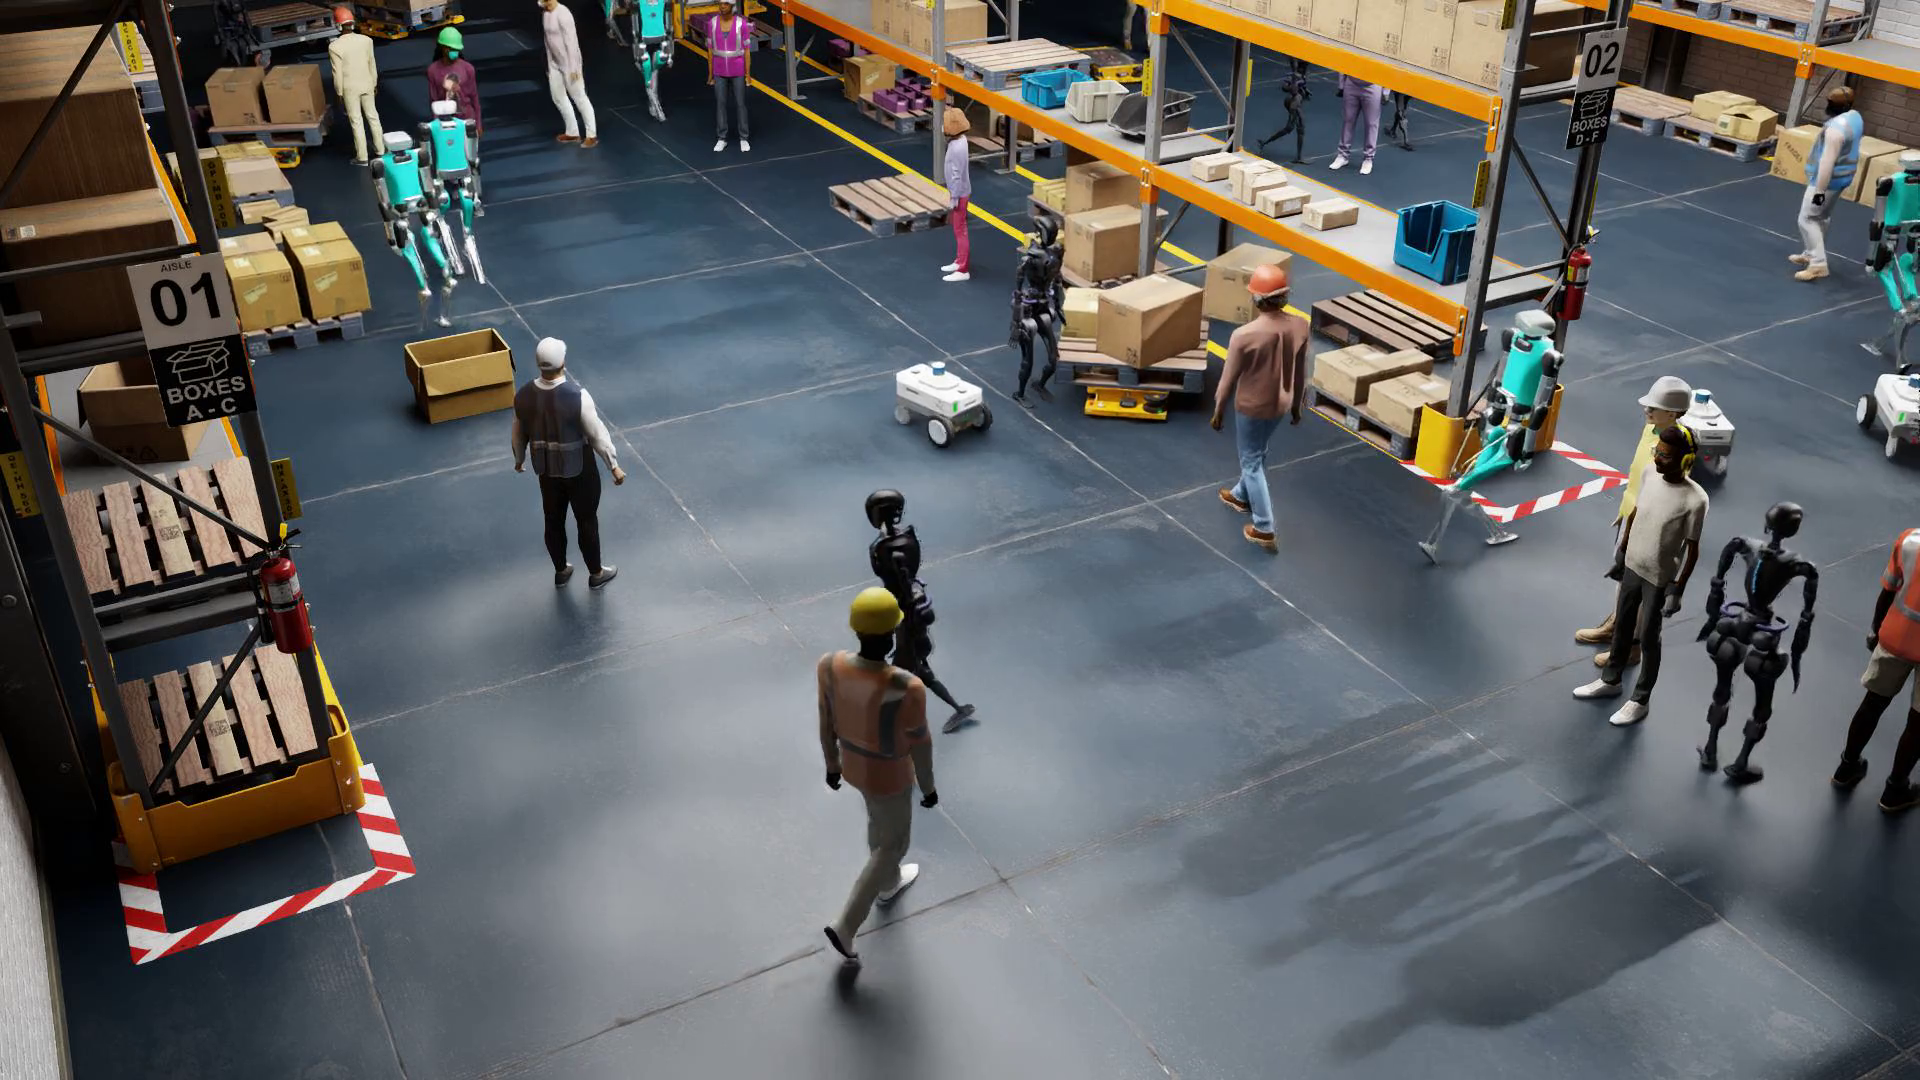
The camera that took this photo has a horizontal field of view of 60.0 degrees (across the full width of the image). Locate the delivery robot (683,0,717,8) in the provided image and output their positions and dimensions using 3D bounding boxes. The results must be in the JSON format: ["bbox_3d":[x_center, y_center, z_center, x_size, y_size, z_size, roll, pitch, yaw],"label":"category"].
[{"bbox_3d":[-3.989,-8.328,25.589,0.737,0.564,0.499,-18,35,-29],"label":"delivery robot"}]

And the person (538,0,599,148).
[{"bbox_3d":[-4.569,-5.538,19.422,0.481,1.896,0.672,-23,37,-34],"label":"person"}]

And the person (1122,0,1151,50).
[{"bbox_3d":[2.564,-7.749,23.333,0.566,1.833,0.973,-10,31,-16],"label":"person"}]

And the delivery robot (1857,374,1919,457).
[{"bbox_3d":[7.322,-0.995,12.872,0.499,0.613,0.807,6,30,11],"label":"delivery robot"}]

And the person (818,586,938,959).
[{"bbox_3d":[-0.432,1.095,7.871,0.591,1.899,0.783,20,36,31],"label":"person"}]

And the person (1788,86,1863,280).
[{"bbox_3d":[8.253,-3.388,15.763,0.769,1.826,0.500,-26,39,-37],"label":"person"}]

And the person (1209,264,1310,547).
[{"bbox_3d":[2.036,-0.931,11.361,0.632,1.968,0.864,-13,33,-22],"label":"person"}]

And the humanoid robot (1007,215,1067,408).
[{"bbox_3d":[0.594,-1.800,13.137,0.438,1.630,0.612,24,38,36],"label":"humanoid robot"}]

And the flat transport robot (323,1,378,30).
[{"bbox_3d":[-9.126,-8.013,25.358,0.659,0.231,1.431,-23,37,-34],"label":"flat transport robot"}]

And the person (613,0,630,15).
[{"bbox_3d":[-5.187,-9.045,25.600,0.736,1.820,0.634,-15,33,-24],"label":"person"}]

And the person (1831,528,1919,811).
[{"bbox_3d":[5.091,0.561,8.750,0.387,1.953,0.607,-22,37,-34],"label":"person"}]

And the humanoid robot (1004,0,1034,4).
[{"bbox_3d":[0.875,-9.247,26.115,0.657,1.638,0.584,-7,31,-12],"label":"humanoid robot"}]

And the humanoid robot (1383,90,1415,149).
[{"bbox_3d":[5.244,-5.471,19.579,0.584,1.628,0.798,-11,32,-18],"label":"humanoid robot"}]

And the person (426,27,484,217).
[{"bbox_3d":[-5.256,-4.385,17.385,0.516,1.917,0.689,-9,31,-16],"label":"person"}]

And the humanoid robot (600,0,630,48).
[{"bbox_3d":[-5.031,-7.936,23.799,0.531,1.757,1.028,-17,34,-27],"label":"humanoid robot"}]

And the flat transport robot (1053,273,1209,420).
[{"bbox_3d":[1.431,-1.389,13.827,0.659,0.231,1.431,5,30,8],"label":"flat transport robot"}]

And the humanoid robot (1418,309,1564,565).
[{"bbox_3d":[3.429,-0.644,11.101,1.014,1.771,0.531,-11,32,-18],"label":"humanoid robot"}]

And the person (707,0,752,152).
[{"bbox_3d":[-2.673,-5.430,19.278,0.513,1.848,0.336,1,30,1],"label":"person"}]

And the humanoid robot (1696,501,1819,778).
[{"bbox_3d":[4.316,0.539,9.064,0.328,1.650,0.592,-23,37,-34],"label":"humanoid robot"}]

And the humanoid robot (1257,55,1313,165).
[{"bbox_3d":[3.763,-5.115,18.942,0.701,1.641,0.608,12,32,19],"label":"humanoid robot"}]

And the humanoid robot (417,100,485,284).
[{"bbox_3d":[-4.790,-3.282,15.698,0.554,1.831,0.745,-13,32,-21],"label":"humanoid robot"}]

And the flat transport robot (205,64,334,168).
[{"bbox_3d":[-8.004,-4.630,19.469,0.659,0.231,1.431,-5,30,-8],"label":"flat transport robot"}]

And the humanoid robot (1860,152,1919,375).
[{"bbox_3d":[7.966,-2.251,13.919,0.553,1.813,0.932,-3,30,-5],"label":"humanoid robot"}]

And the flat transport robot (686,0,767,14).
[{"bbox_3d":[-3.788,-8.266,25.799,1.431,0.231,0.659,-16,33,-25],"label":"flat transport robot"}]

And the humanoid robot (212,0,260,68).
[{"bbox_3d":[-9.186,-6.383,21.120,0.534,1.641,0.593,12,32,21],"label":"humanoid robot"}]

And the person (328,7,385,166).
[{"bbox_3d":[-6.859,-5.147,18.878,0.328,1.750,0.568,20,36,31],"label":"person"}]

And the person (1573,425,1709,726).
[{"bbox_3d":[3.908,0.195,9.465,0.320,1.870,0.527,-12,32,-20],"label":"person"}]

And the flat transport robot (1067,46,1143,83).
[{"bbox_3d":[1.975,-6.491,22.708,0.659,0.231,1.431,-9,31,-15],"label":"flat transport robot"}]

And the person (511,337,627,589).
[{"bbox_3d":[-2.550,-0.478,10.744,0.762,1.759,0.417,6,30,10],"label":"person"}]

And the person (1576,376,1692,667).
[{"bbox_3d":[4.105,-0.107,9.971,0.378,1.890,0.485,-2,30,-4],"label":"person"}]

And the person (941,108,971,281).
[{"bbox_3d":[-0.036,-3.271,15.738,0.287,1.626,0.500,-1,30,-1],"label":"person"}]

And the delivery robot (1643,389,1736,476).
[{"bbox_3d":[5.571,-0.858,12.608,0.499,0.587,0.788,1,30,1],"label":"delivery robot"}]

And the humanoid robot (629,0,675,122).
[{"bbox_3d":[-3.787,-5.981,20.346,0.548,1.735,0.959,-11,32,-19],"label":"humanoid robot"}]

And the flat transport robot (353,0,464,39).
[{"bbox_3d":[-8.195,-7.757,24.913,0.659,0.231,1.431,17,34,27],"label":"flat transport robot"}]

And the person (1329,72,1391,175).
[{"bbox_3d":[4.508,-5.050,18.564,0.641,1.902,0.402,18,35,29],"label":"person"}]

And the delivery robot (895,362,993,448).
[{"bbox_3d":[-0.153,-1.088,13.030,0.811,0.609,0.499,26,39,38],"label":"delivery robot"}]

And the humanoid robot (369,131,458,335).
[{"bbox_3d":[-4.676,-2.613,14.525,0.537,1.832,0.684,-24,38,-36],"label":"humanoid robot"}]

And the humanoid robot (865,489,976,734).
[{"bbox_3d":[-0.264,0.443,9.282,0.764,1.615,0.611,-6,30,-10],"label":"humanoid robot"}]
